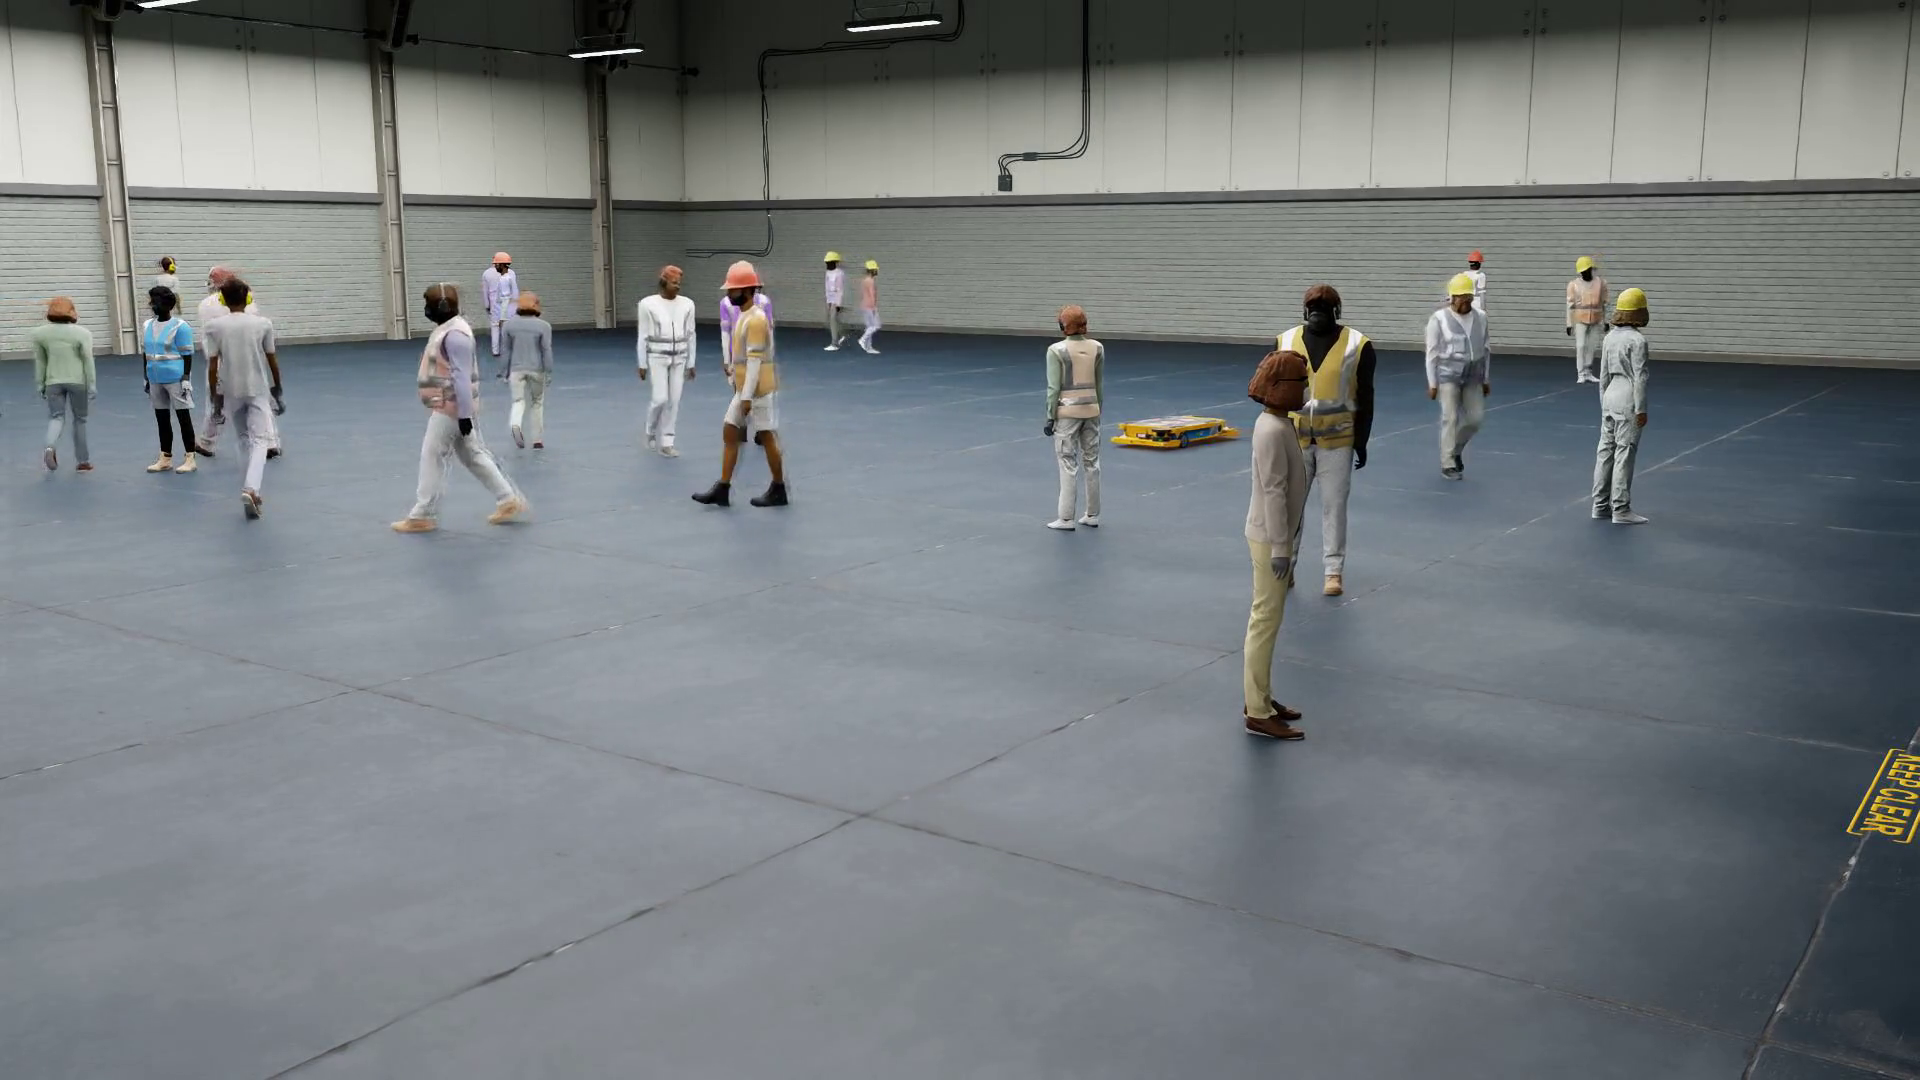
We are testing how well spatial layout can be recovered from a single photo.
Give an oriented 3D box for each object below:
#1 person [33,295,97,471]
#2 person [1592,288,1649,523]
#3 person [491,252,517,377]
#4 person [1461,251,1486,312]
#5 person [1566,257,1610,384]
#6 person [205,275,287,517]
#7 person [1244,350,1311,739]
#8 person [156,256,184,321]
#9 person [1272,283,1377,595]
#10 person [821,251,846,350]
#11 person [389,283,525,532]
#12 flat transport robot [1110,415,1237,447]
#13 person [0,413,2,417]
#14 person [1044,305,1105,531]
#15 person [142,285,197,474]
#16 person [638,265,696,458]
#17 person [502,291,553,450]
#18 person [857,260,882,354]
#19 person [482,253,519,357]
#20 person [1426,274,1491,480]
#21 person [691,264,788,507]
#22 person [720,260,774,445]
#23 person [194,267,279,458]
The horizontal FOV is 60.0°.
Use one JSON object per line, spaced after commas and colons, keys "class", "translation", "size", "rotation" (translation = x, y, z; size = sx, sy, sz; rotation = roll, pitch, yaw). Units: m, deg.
{"class": "person", "translation": [-8.065, -1.391, 14.978], "size": [0.506, 1.619, 0.563], "rotation": [-2, 10, -9]}
{"class": "person", "translation": [4.963, -0.998, 12.406], "size": [0.282, 1.746, 0.493], "rotation": [-2, 10, -13]}
{"class": "person", "translation": [-7.063, -3.493, 25.844], "size": [0.354, 1.939, 0.544], "rotation": [-1, 10, -5]}
{"class": "person", "translation": [8.877, -4.020, 28.795], "size": [0.360, 1.938, 0.545], "rotation": [-8, 13, -37]}
{"class": "person", "translation": [9.308, -3.260, 24.724], "size": [0.665, 1.875, 0.639], "rotation": [0, 10, 1]}
{"class": "person", "translation": [-5.485, -1.106, 12.772], "size": [0.515, 1.839, 0.866], "rotation": [-2, 10, -9]}
{"class": "person", "translation": [1.346, 0.013, 7.060], "size": [0.284, 1.633, 0.500], "rotation": [2, 10, 10]}
{"class": "person", "translation": [-12.884, -3.712, 27.288], "size": [0.552, 1.857, 0.494], "rotation": [4, 11, 22]}
{"class": "person", "translation": [2.121, -0.592, 9.863], "size": [0.624, 1.845, 0.430], "rotation": [4, 11, 22]}
{"class": "person", "translation": [-2.470, -4.634, 32.283], "size": [0.420, 1.916, 0.606], "rotation": [-5, 11, -28]}
{"class": "person", "translation": [-3.671, -0.971, 12.117], "size": [0.951, 1.802, 0.639], "rotation": [-4, 11, -21]}
{"class": "flat transport robot", "translation": [2.239, -1.140, 17.332], "size": [0.652, 0.197, 1.431], "rotation": [8, 13, 39]}
{"class": "person", "translation": [-11.677, -2.350, 19.583], "size": [0.649, 1.889, 0.616], "rotation": [2, 10, 10]}
{"class": "person", "translation": [0.831, -0.882, 12.063], "size": [0.515, 1.636, 0.314], "rotation": [-7, 12, -33]}
{"class": "person", "translation": [-7.173, -1.449, 15.063], "size": [0.535, 1.699, 0.318], "rotation": [3, 11, 16]}
{"class": "person", "translation": [-2.842, -1.732, 16.170], "size": [0.572, 1.864, 0.434], "rotation": [-7, 12, -34]}
{"class": "person", "translation": [-4.319, -1.667, 16.542], "size": [0.514, 1.604, 0.645], "rotation": [0, 10, -2]}
{"class": "person", "translation": [-1.677, -4.350, 31.139], "size": [0.407, 1.752, 0.549], "rotation": [-2, 10, -14]}
{"class": "person", "translation": [-8.389, -4.308, 30.495], "size": [0.653, 1.907, 0.408], "rotation": [1, 10, 8]}
{"class": "person", "translation": [4.393, -1.435, 14.659], "size": [0.608, 1.811, 0.437], "rotation": [-2, 10, -12]}
{"class": "person", "translation": [-1.743, -1.182, 12.984], "size": [0.874, 1.901, 0.577], "rotation": [-4, 11, -21]}
{"class": "person", "translation": [-2.176, -1.915, 17.120], "size": [0.552, 1.908, 0.864], "rotation": [-3, 10, -14]}
{"class": "person", "translation": [-7.044, -1.697, 16.044], "size": [1.027, 1.854, 0.661], "rotation": [6, 12, 29]}
